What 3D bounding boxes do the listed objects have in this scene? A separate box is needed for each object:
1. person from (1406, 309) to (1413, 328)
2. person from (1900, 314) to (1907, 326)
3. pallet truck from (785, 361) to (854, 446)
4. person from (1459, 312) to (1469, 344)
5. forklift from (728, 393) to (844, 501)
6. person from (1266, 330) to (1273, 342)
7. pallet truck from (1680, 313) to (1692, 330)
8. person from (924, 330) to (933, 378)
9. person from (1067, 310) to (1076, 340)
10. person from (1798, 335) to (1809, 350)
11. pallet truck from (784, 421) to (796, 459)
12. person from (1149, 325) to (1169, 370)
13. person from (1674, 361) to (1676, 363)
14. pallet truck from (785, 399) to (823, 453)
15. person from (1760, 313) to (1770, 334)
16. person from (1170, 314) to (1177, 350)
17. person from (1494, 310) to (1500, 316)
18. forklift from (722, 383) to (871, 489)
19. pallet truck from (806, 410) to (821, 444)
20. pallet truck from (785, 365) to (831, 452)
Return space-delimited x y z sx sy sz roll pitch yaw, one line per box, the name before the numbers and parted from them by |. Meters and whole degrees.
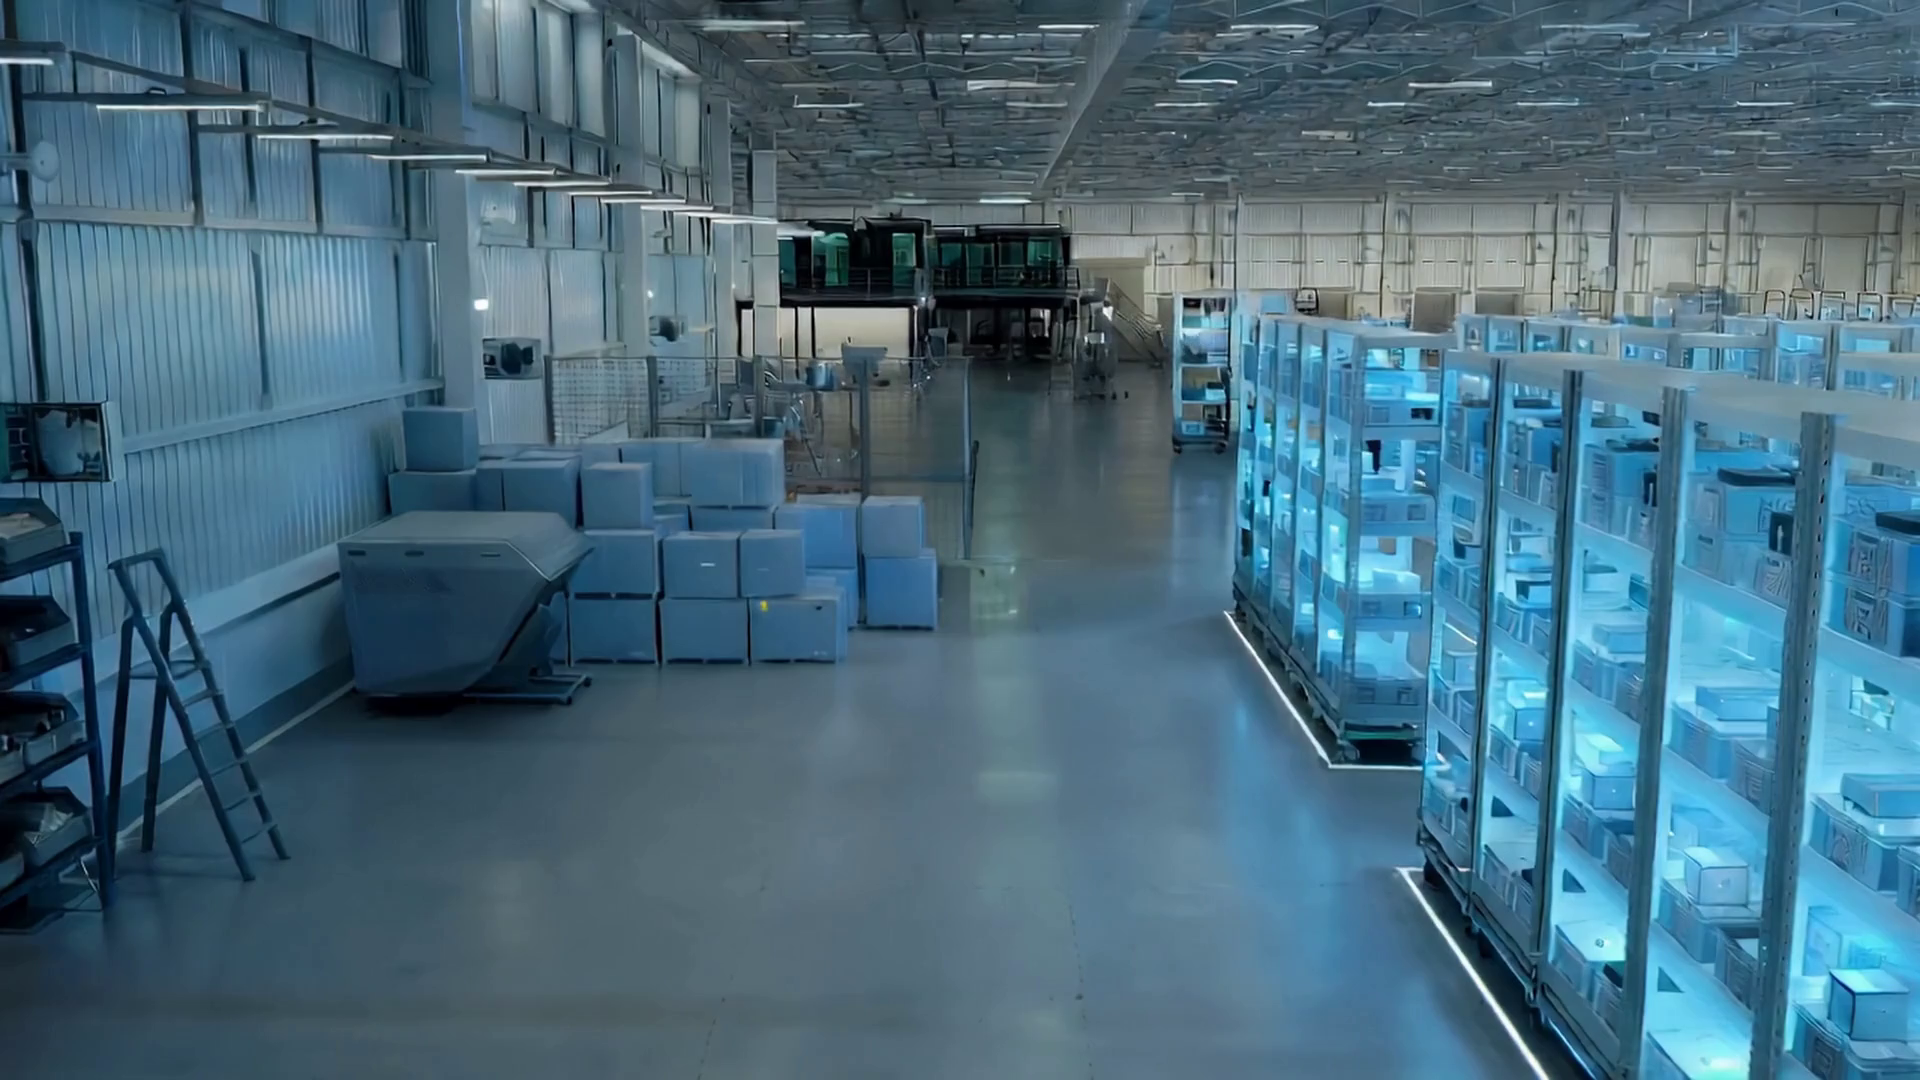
person | 25.478 -12.155 94.518 0.588 1.918 0.391 -9 13 -44
person | 46.208 -10.063 81.220 0.959 2.000 0.677 4 10 24
pallet truck | -3.410 -3.193 38.978 1.885 1.965 0.823 0 9 -1
person | 27.780 -11.640 91.529 0.616 1.855 0.534 -2 9 -12
forklift | -2.979 -1.316 26.476 2.680 1.987 1.157 0 9 1
person | 13.706 -8.678 73.262 0.810 1.855 0.624 -3 10 -15
pallet truck | 36.315 -10.531 84.244 0.823 1.965 1.885 -6 11 -33
person | -1.212 -7.152 63.869 0.346 1.846 0.505 3 10 20
person | 6.580 -12.663 98.051 0.991 1.793 0.616 0 9 3
person | 32.252 -7.088 63.462 0.805 1.848 0.554 1 9 6
pallet truck | -4.013 -1.793 32.705 1.601 1.201 0.680 0 9 1
person | 8.202 -7.928 68.586 0.971 1.869 0.599 4 10 21
person | 17.005 -3.300 39.522 0.390 2.034 0.605 -1 9 -9
pallet truck | -3.814 -2.432 36.419 1.630 1.274 0.653 0 9 1
person | 42.856 -11.146 88.363 0.974 1.883 0.640 0 9 0
person | 11.033 -10.728 85.817 0.357 1.881 0.574 3 10 18
person | 31.127 -12.434 96.562 0.597 1.811 0.642 5 11 30
forklift | -2.893 -1.687 28.729 2.680 1.987 1.157 0 9 -1
pallet truck | -3.559 -2.018 33.905 1.522 1.261 0.704 0 9 -1
pallet truck | -3.774 -2.976 37.635 1.885 1.965 0.823 1 9 5
